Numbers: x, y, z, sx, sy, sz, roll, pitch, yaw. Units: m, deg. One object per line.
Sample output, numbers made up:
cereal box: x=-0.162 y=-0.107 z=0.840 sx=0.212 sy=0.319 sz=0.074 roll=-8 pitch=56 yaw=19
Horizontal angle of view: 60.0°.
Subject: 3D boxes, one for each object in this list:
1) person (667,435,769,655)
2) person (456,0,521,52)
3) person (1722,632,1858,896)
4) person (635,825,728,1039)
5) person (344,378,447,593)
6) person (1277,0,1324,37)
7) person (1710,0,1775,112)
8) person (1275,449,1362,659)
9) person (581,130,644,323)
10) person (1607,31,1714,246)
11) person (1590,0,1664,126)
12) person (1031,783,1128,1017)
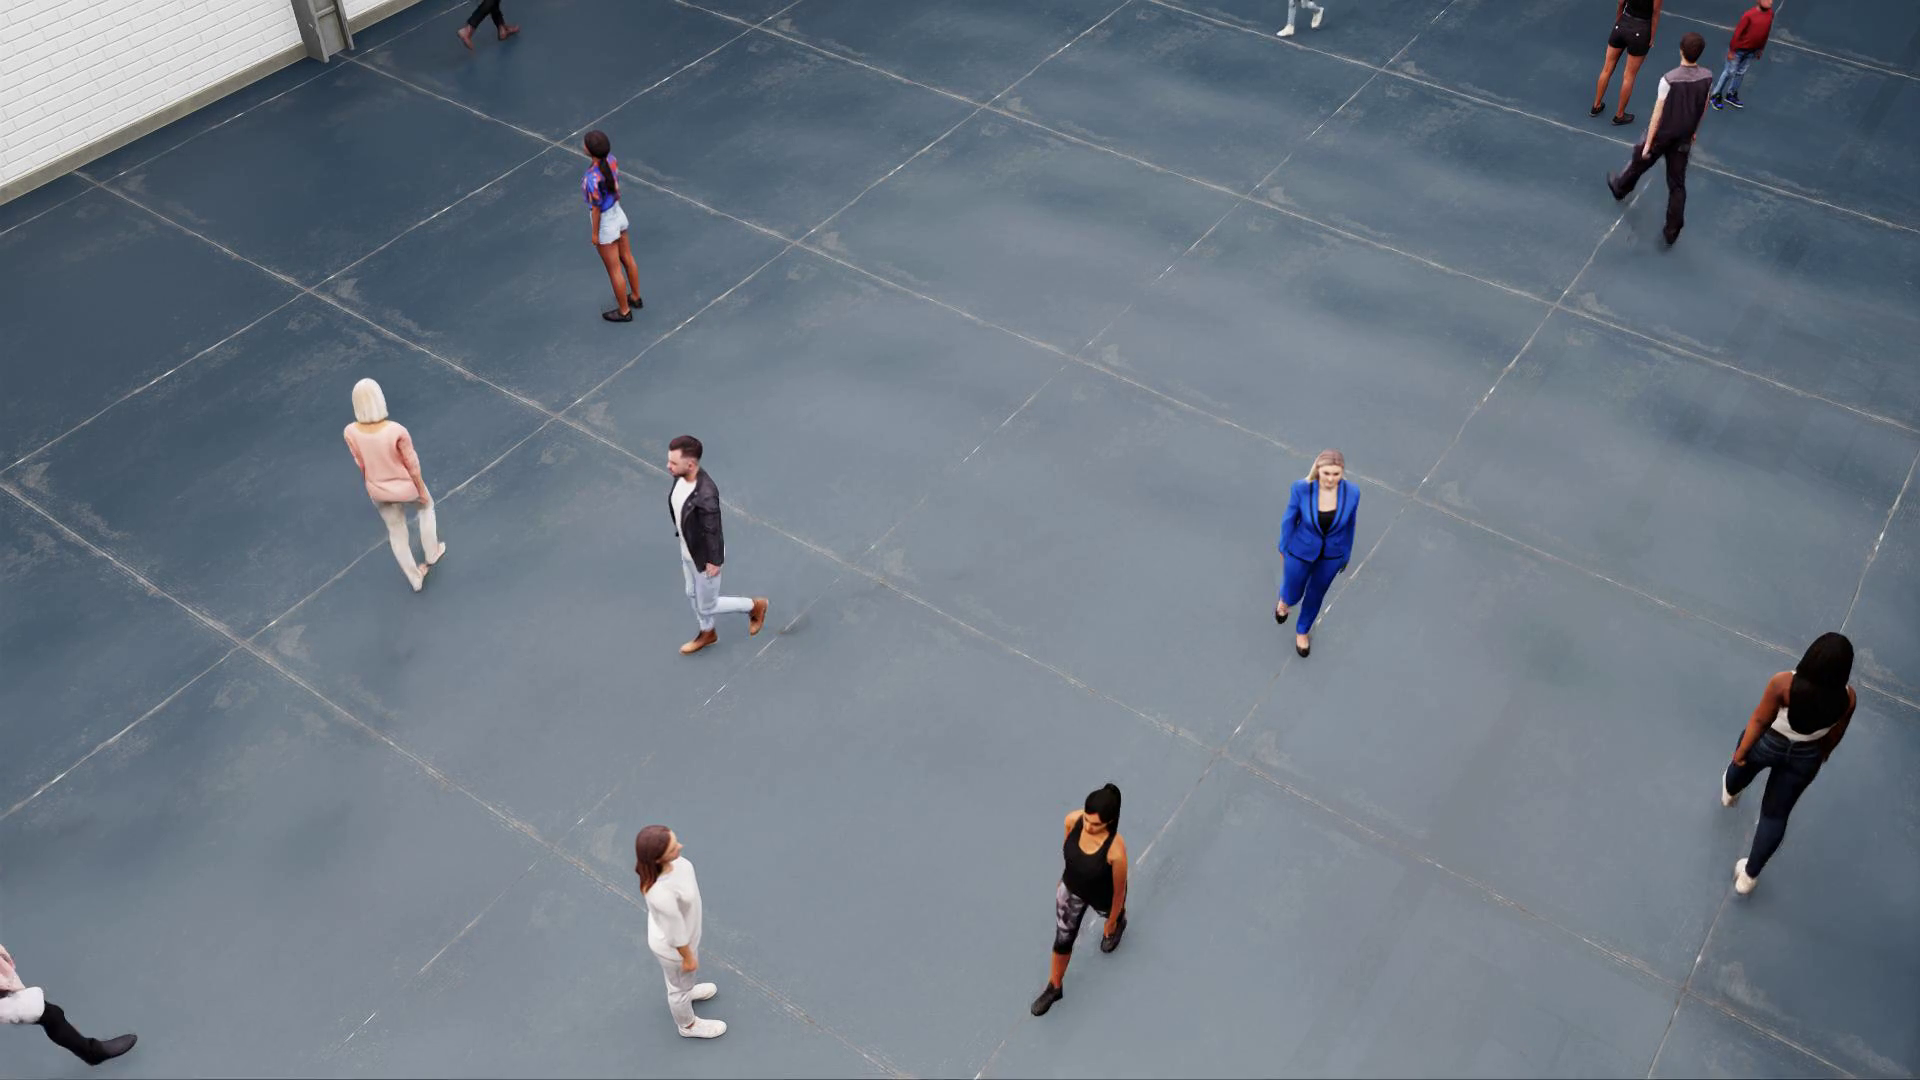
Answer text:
person: x=-1.603 y=0.045 z=10.793 sx=0.986 sy=1.819 sz=0.863 roll=-22 pitch=48 yaw=-22
person: x=-4.969 y=-5.883 z=17.019 sx=0.742 sy=1.815 sz=1.069 roll=28 pitch=50 yaw=26
person: x=4.712 y=1.293 z=9.527 sx=0.851 sy=1.759 sz=1.265 roll=16 pitch=46 yaw=16
person: x=-1.507 y=2.054 z=8.779 sx=0.728 sy=1.688 sz=0.685 roll=-11 pitch=45 yaw=-11
person: x=-3.843 y=-0.308 z=11.242 sx=0.790 sy=1.711 sz=0.855 roll=-1 pitch=44 yaw=-1
person: x=3.655 y=-5.927 z=17.442 sx=0.871 sy=1.295 sz=0.702 roll=-23 pitch=48 yaw=-23
person: x=7.717 y=-4.869 z=16.361 sx=0.584 sy=1.254 sz=0.653 roll=-9 pitch=44 yaw=-10
person: x=2.323 y=0.020 z=10.912 sx=0.788 sy=1.691 sz=0.847 roll=1 pitch=44 yaw=1
person: x=-2.862 y=-2.572 z=13.596 sx=0.697 sy=1.741 sz=0.538 roll=14 pitch=45 yaw=15
person: x=6.209 y=-3.440 z=14.478 sx=1.219 sy=1.782 sz=1.345 roll=-2 pitch=44 yaw=-2
person: x=6.454 y=-4.850 z=15.988 sx=0.597 sy=1.741 sz=0.641 roll=-31 pitch=52 yaw=-29
person: x=0.778 y=1.842 z=9.053 sx=0.615 sy=1.617 sz=1.073 roll=27 pitch=50 yaw=26
